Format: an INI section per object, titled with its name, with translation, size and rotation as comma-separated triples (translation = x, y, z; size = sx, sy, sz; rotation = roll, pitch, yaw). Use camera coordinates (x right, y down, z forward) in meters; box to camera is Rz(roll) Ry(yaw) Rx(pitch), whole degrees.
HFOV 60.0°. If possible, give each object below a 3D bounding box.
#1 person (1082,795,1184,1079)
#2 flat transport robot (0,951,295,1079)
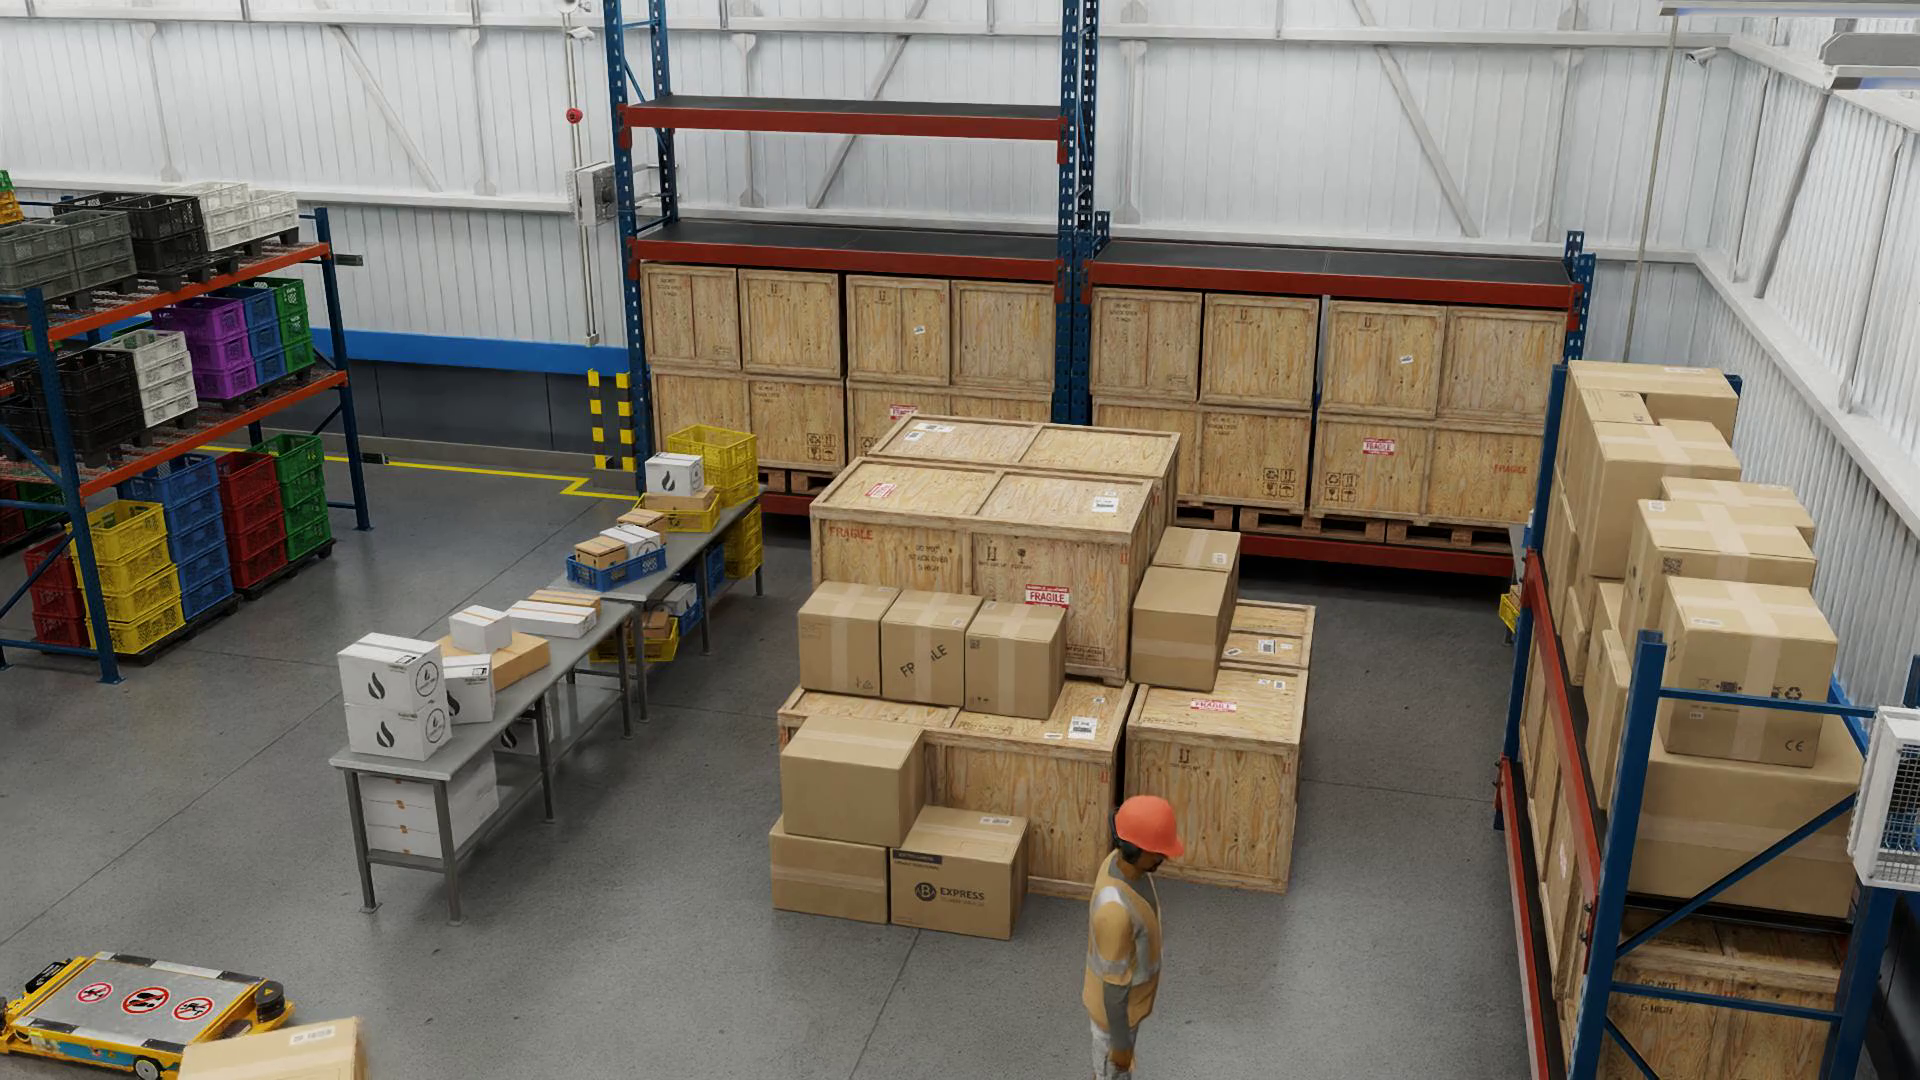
[person]
translation = 0.742, 2.022, 7.290
size = 0.399, 2.033, 0.605
rotation = 4, 21, 11
[flat transport robot]
translation = -4.270, 2.464, 8.601
size = 1.431, 0.231, 0.659
rotation = 5, 22, 13
